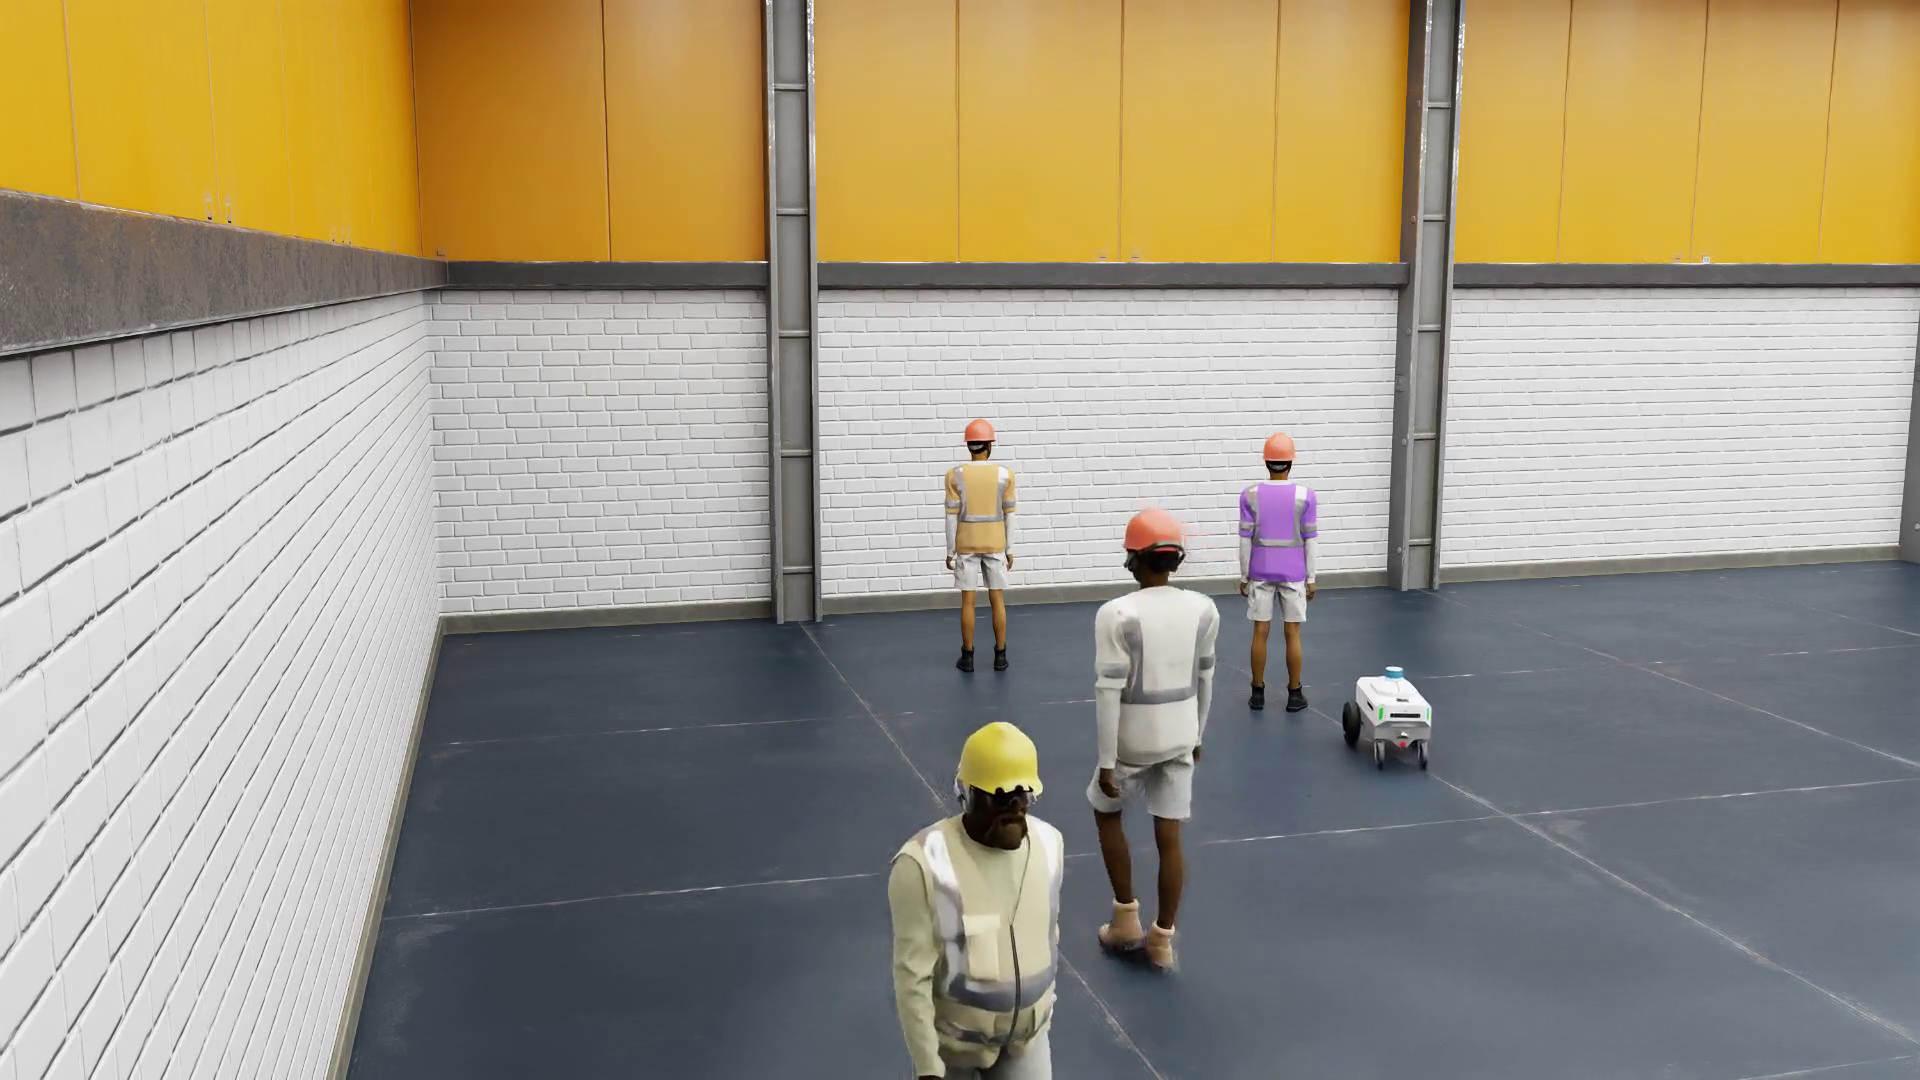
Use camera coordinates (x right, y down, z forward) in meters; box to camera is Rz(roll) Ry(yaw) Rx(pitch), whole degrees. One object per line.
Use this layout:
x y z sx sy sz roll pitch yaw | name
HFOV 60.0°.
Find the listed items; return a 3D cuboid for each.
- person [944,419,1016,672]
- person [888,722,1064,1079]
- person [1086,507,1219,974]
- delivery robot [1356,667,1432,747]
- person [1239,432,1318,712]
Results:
0.147 0.045 12.670 0.547 1.934 0.376 -1 9 -5 | person
0.053 1.384 4.802 0.585 1.790 0.946 -5 10 -26 | person
0.817 0.860 7.300 0.623 2.018 0.612 -4 10 -21 | person
2.720 1.041 10.452 0.477 0.478 0.707 0 9 2 | delivery robot
2.199 0.226 11.519 0.542 1.942 0.356 3 10 17 | person
